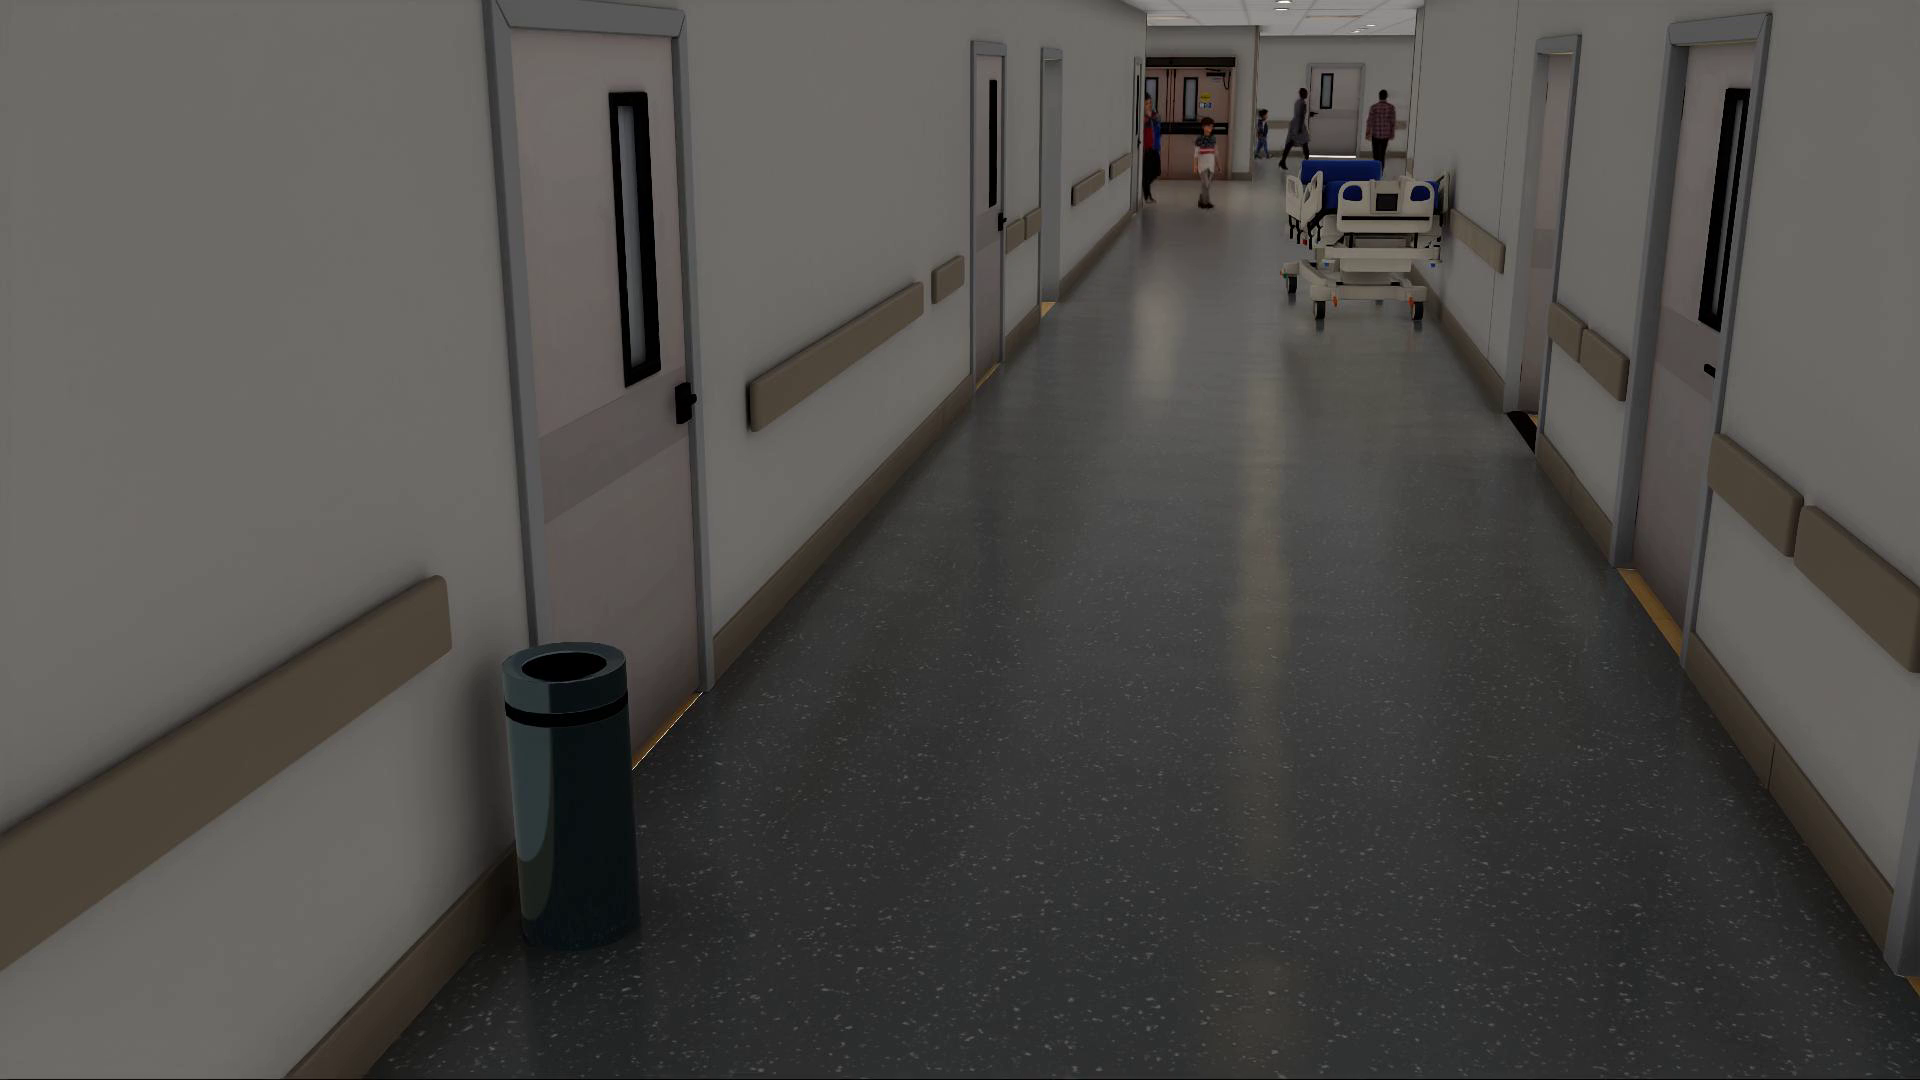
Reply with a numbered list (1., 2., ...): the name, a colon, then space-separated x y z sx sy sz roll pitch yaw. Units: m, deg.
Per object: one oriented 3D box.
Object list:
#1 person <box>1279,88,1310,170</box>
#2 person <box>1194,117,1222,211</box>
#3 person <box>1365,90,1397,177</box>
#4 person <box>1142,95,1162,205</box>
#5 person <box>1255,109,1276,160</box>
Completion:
1. person: 7.290 -8.947 36.339 1.206 1.733 1.037 -5 17 -18
2. person: 3.809 -5.871 26.011 0.819 1.417 0.851 -9 18 -29
3. person: 8.614 -8.280 33.962 0.851 1.739 0.877 -1 16 -3
4. person: 3.037 -6.402 27.301 0.859 1.739 0.920 -10 19 -33
5. person: 7.409 -9.992 41.017 0.723 1.206 0.558 4 16 13
